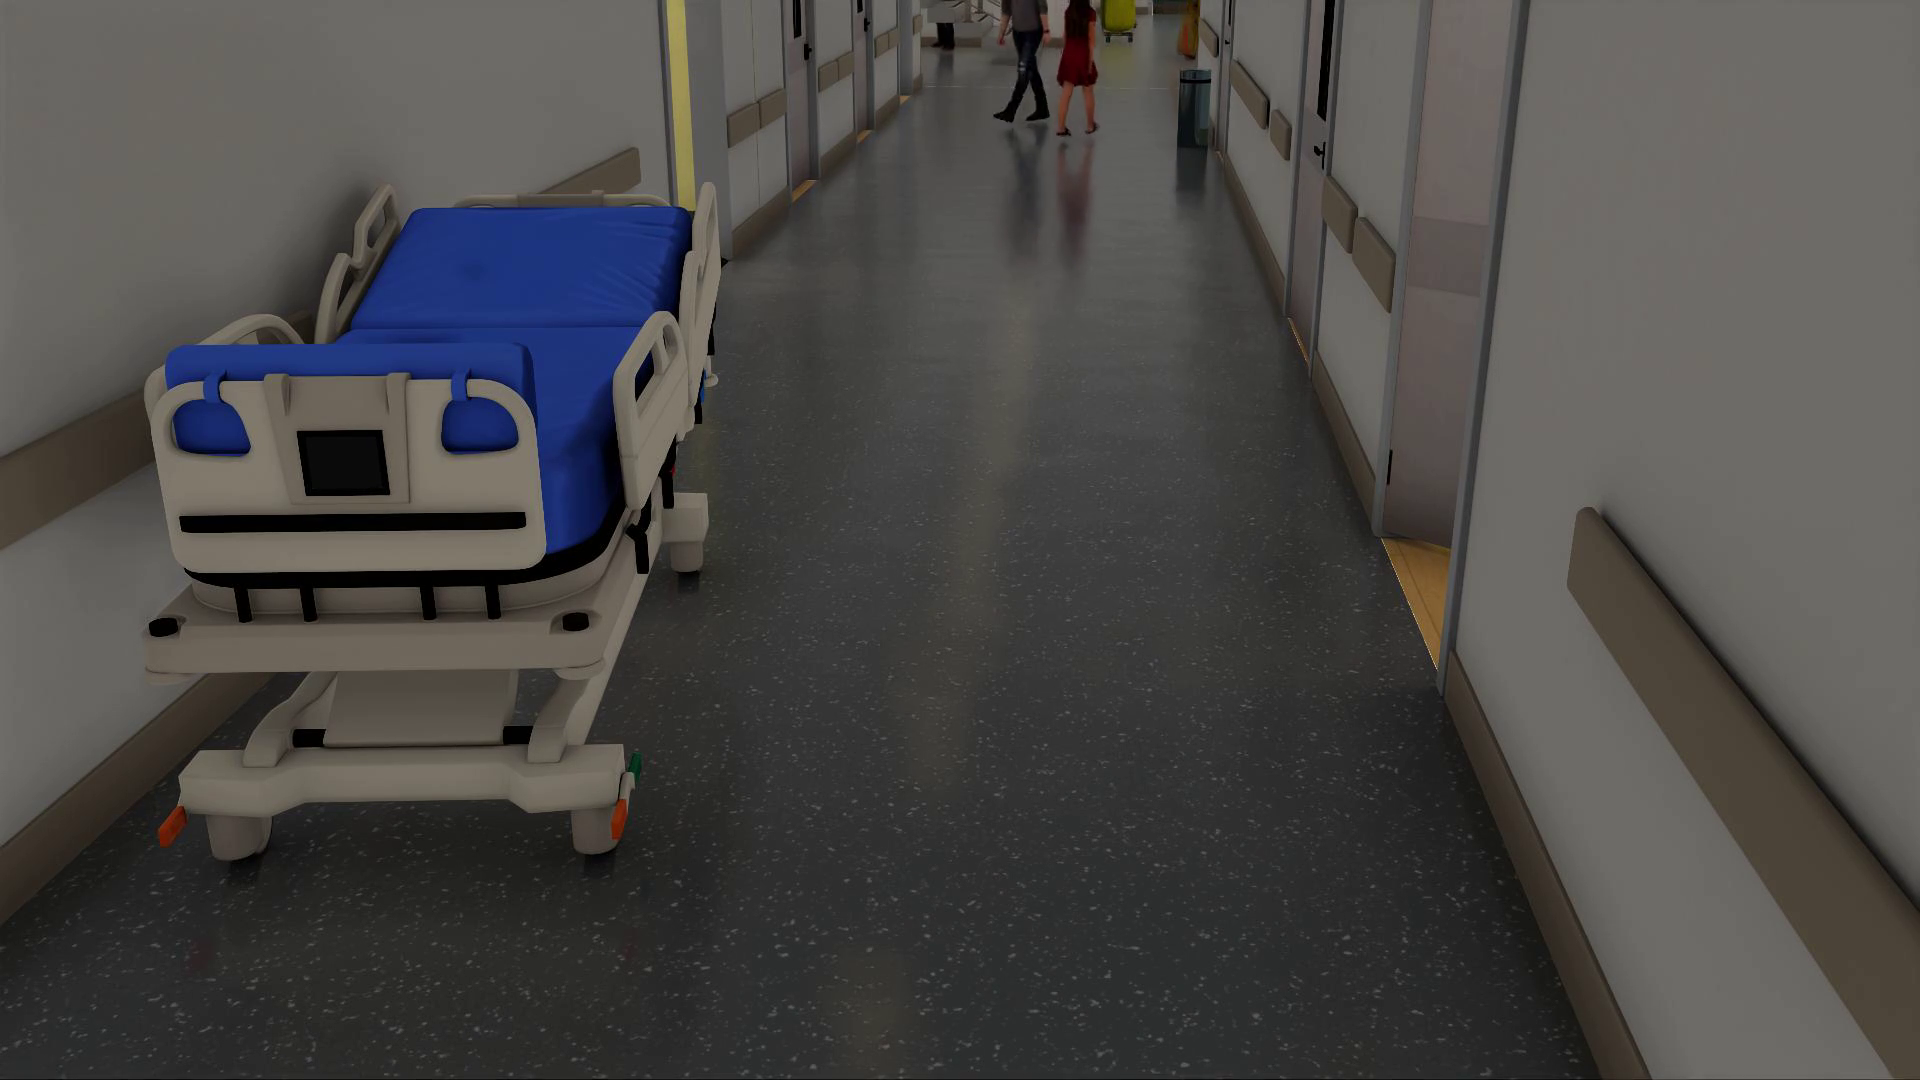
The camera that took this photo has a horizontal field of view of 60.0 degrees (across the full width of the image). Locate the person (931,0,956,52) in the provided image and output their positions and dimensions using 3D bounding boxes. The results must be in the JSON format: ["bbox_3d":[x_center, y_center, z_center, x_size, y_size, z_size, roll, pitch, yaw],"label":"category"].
[{"bbox_3d":[-0.253,-8.793,26.768,1.047,1.776,1.011,-14,25,-33],"label":"person"}]

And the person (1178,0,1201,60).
[{"bbox_3d":[3.574,-7.998,24.909,1.168,1.605,1.229,-16,26,-36],"label":"person"}]

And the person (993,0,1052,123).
[{"bbox_3d":[0.782,-5.358,17.587,1.181,1.855,1.127,-18,27,-40],"label":"person"}]

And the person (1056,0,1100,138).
[{"bbox_3d":[1.124,-4.704,16.327,1.033,1.516,0.835,9,23,23],"label":"person"}]
